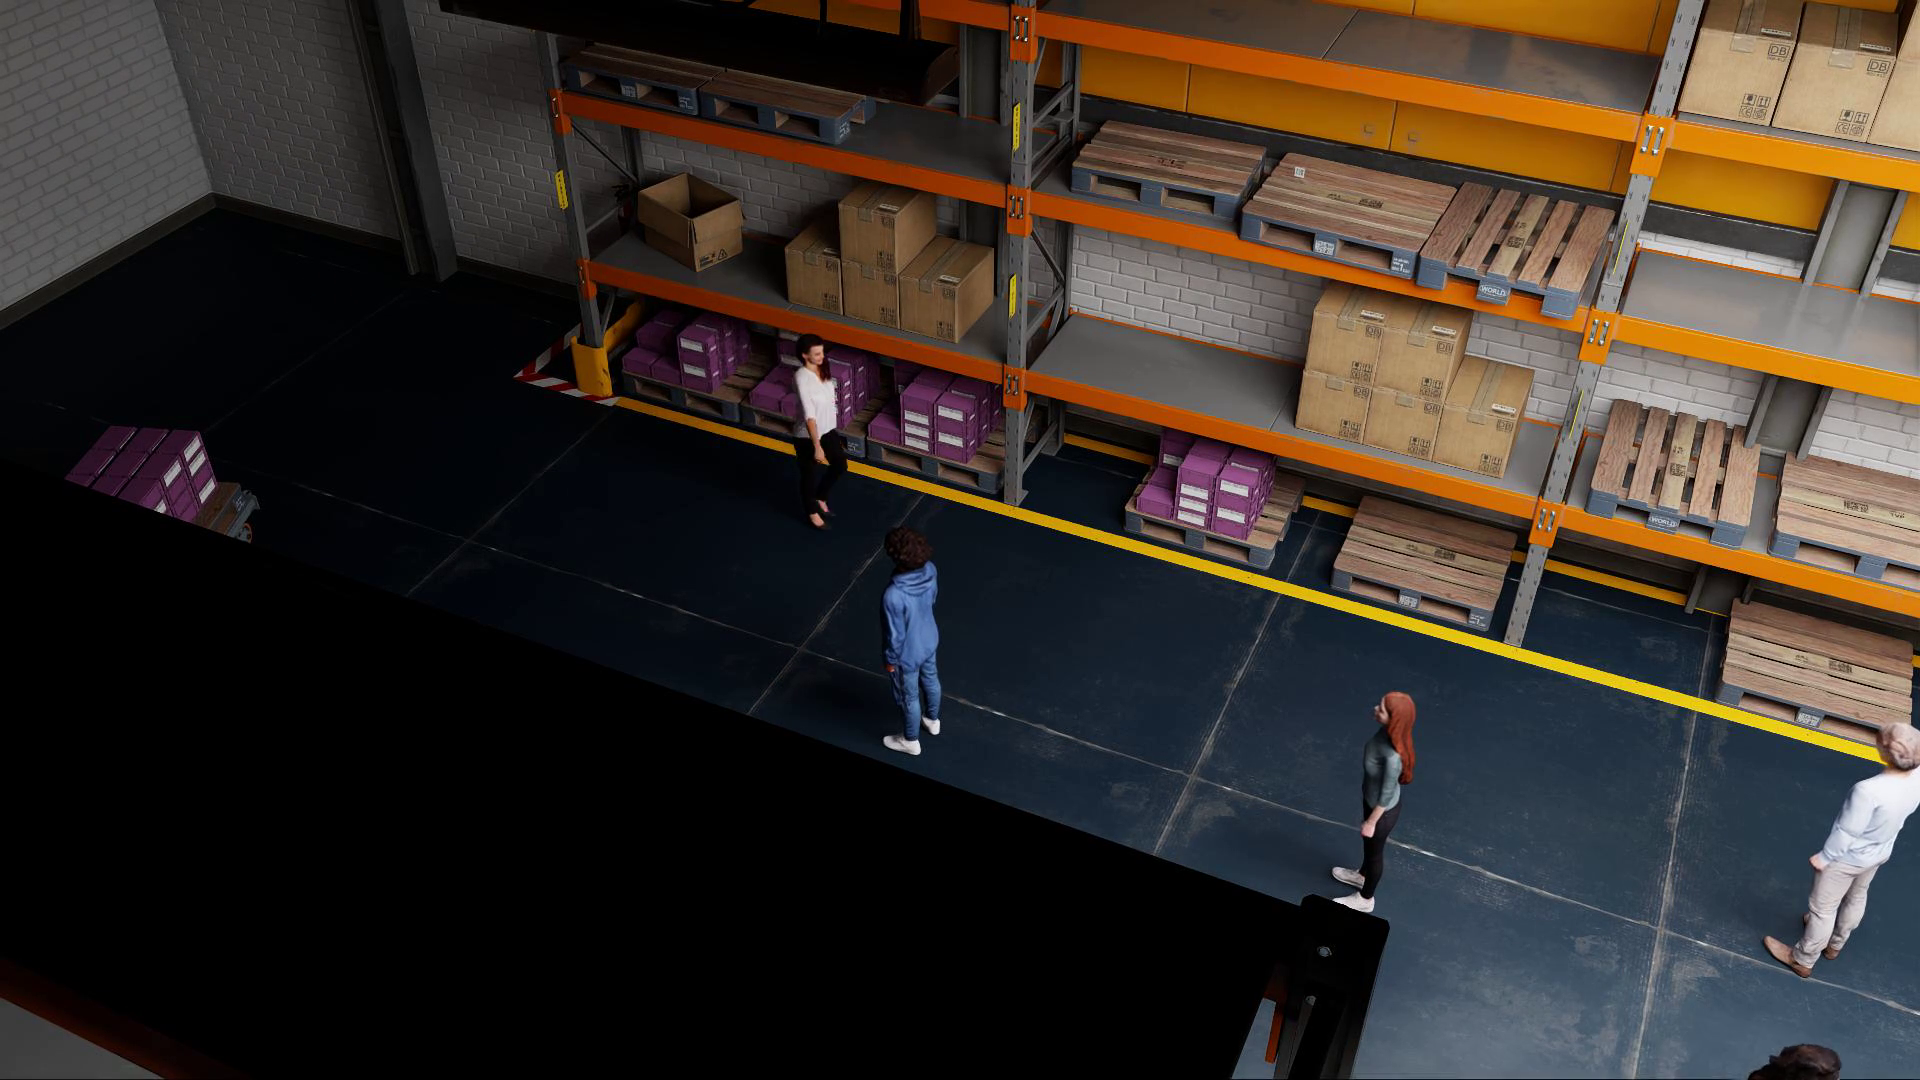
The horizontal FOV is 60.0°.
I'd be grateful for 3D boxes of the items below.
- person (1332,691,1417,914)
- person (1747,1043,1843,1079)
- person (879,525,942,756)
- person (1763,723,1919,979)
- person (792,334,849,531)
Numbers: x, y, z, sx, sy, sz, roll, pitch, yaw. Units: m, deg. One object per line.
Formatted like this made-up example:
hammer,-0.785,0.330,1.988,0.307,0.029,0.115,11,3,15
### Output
person,2.464,1.546,9.792,0.588,1.742,0.615,10,40,12
person,3.786,2.973,8.127,0.615,1.591,0.592,21,43,24
person,-0.319,0.654,10.856,0.630,1.810,0.716,25,45,28
person,5.079,1.754,9.413,0.751,1.890,0.792,-16,41,-19
person,-1.196,-0.814,12.715,0.570,1.782,0.613,18,42,21
